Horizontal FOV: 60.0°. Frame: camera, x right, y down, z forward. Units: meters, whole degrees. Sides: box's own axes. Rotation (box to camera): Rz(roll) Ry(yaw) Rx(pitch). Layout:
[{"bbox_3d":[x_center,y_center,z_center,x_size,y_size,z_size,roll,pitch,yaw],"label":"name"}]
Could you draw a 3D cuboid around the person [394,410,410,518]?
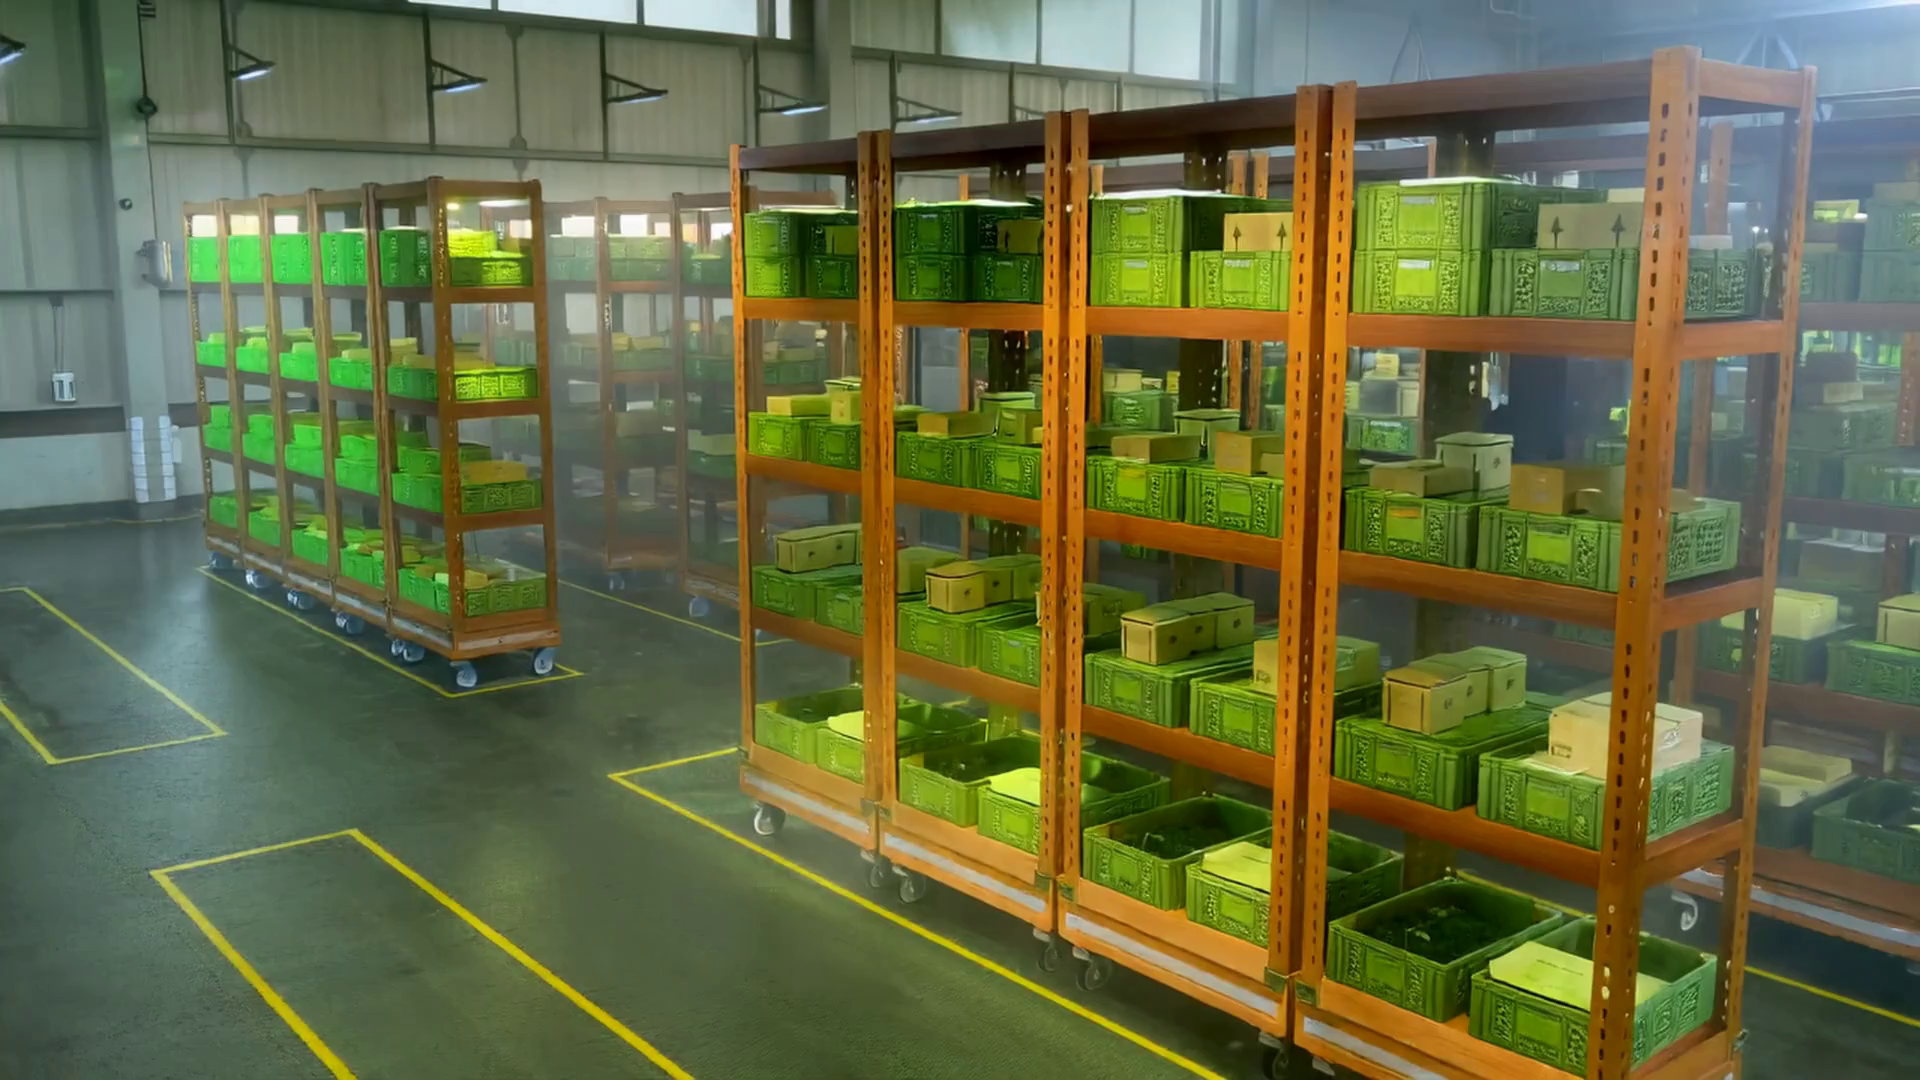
[{"bbox_3d":[-6.665,-1.175,19.799,0.395,1.837,0.564,-2,10,-12],"label":"person"}]
